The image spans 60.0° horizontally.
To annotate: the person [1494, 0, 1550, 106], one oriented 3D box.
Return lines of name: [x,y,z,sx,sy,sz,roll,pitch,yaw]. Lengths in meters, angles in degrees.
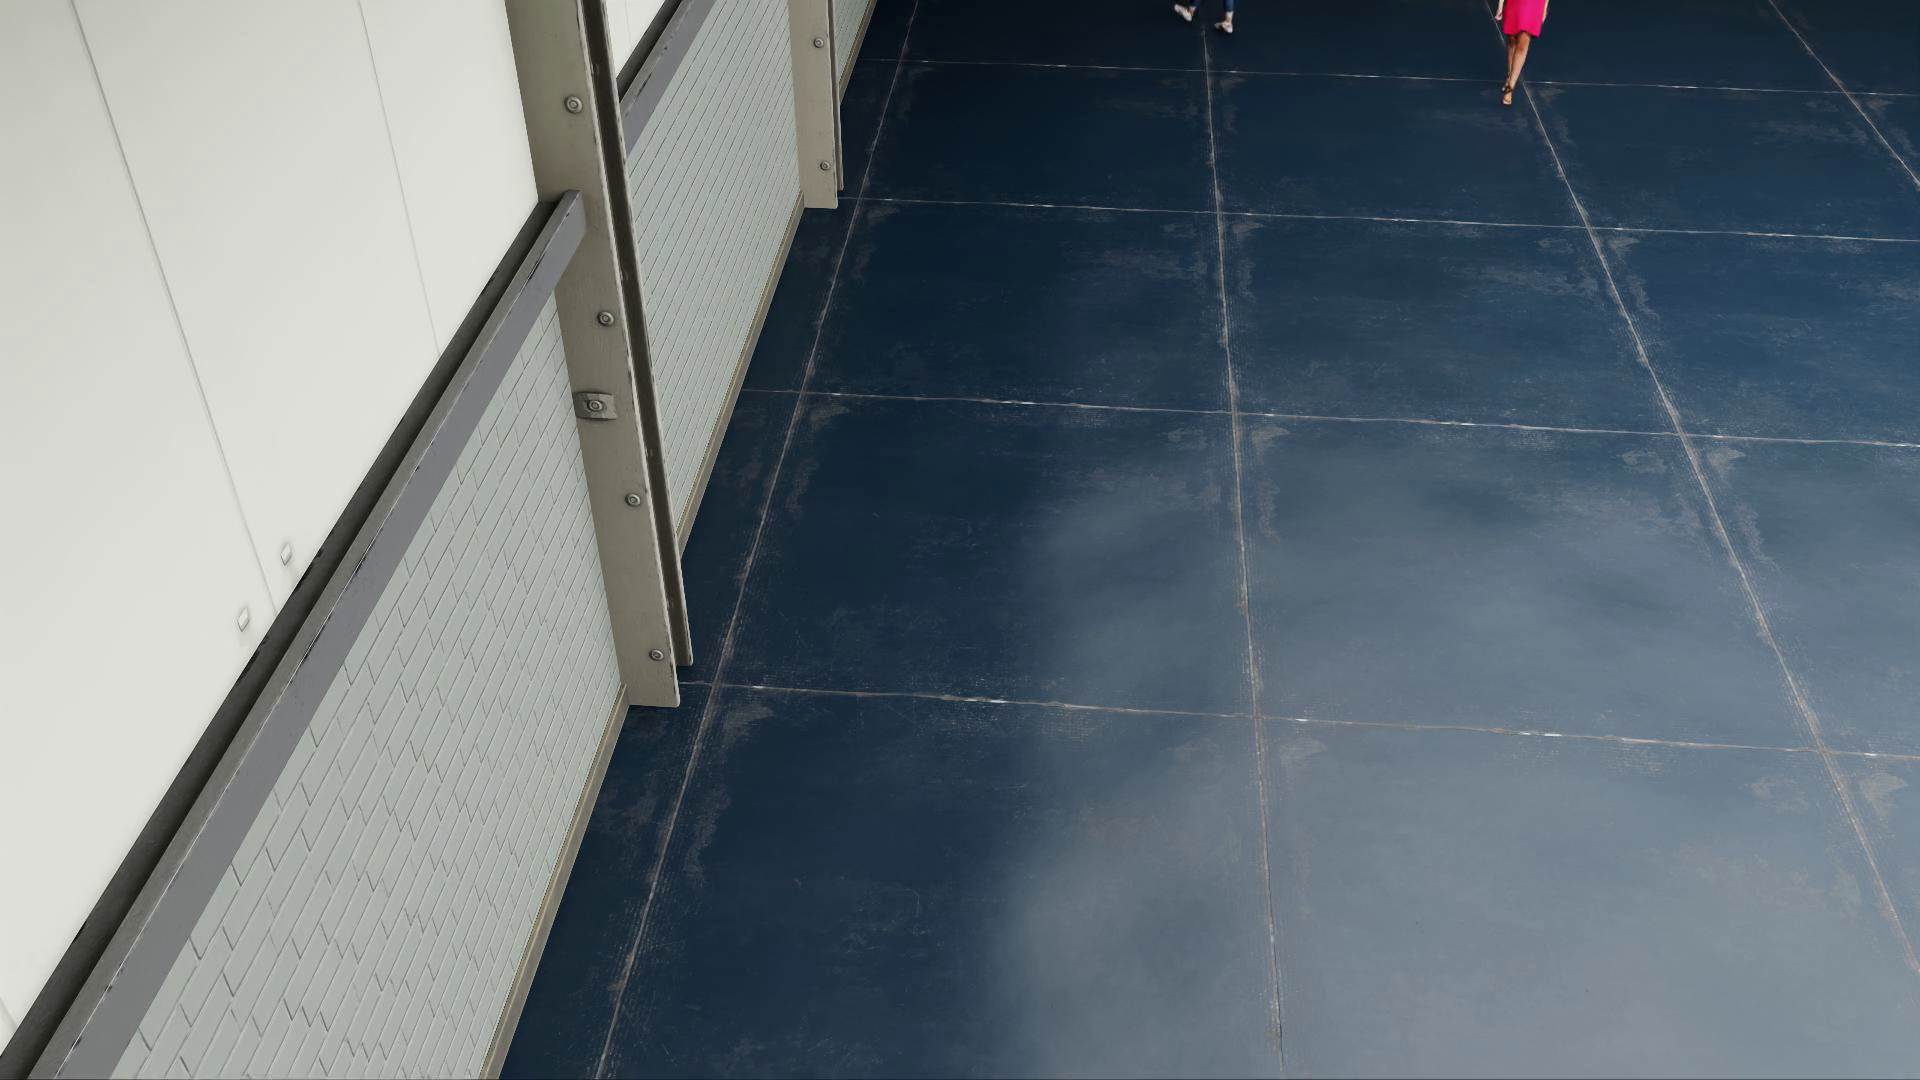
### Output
person: [5.184,-4.909,15.204,0.786,1.707,0.926,21,43,25]

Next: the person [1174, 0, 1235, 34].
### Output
person: [2.628,-5.756,16.493,0.926,1.453,0.982,-28,46,-31]
